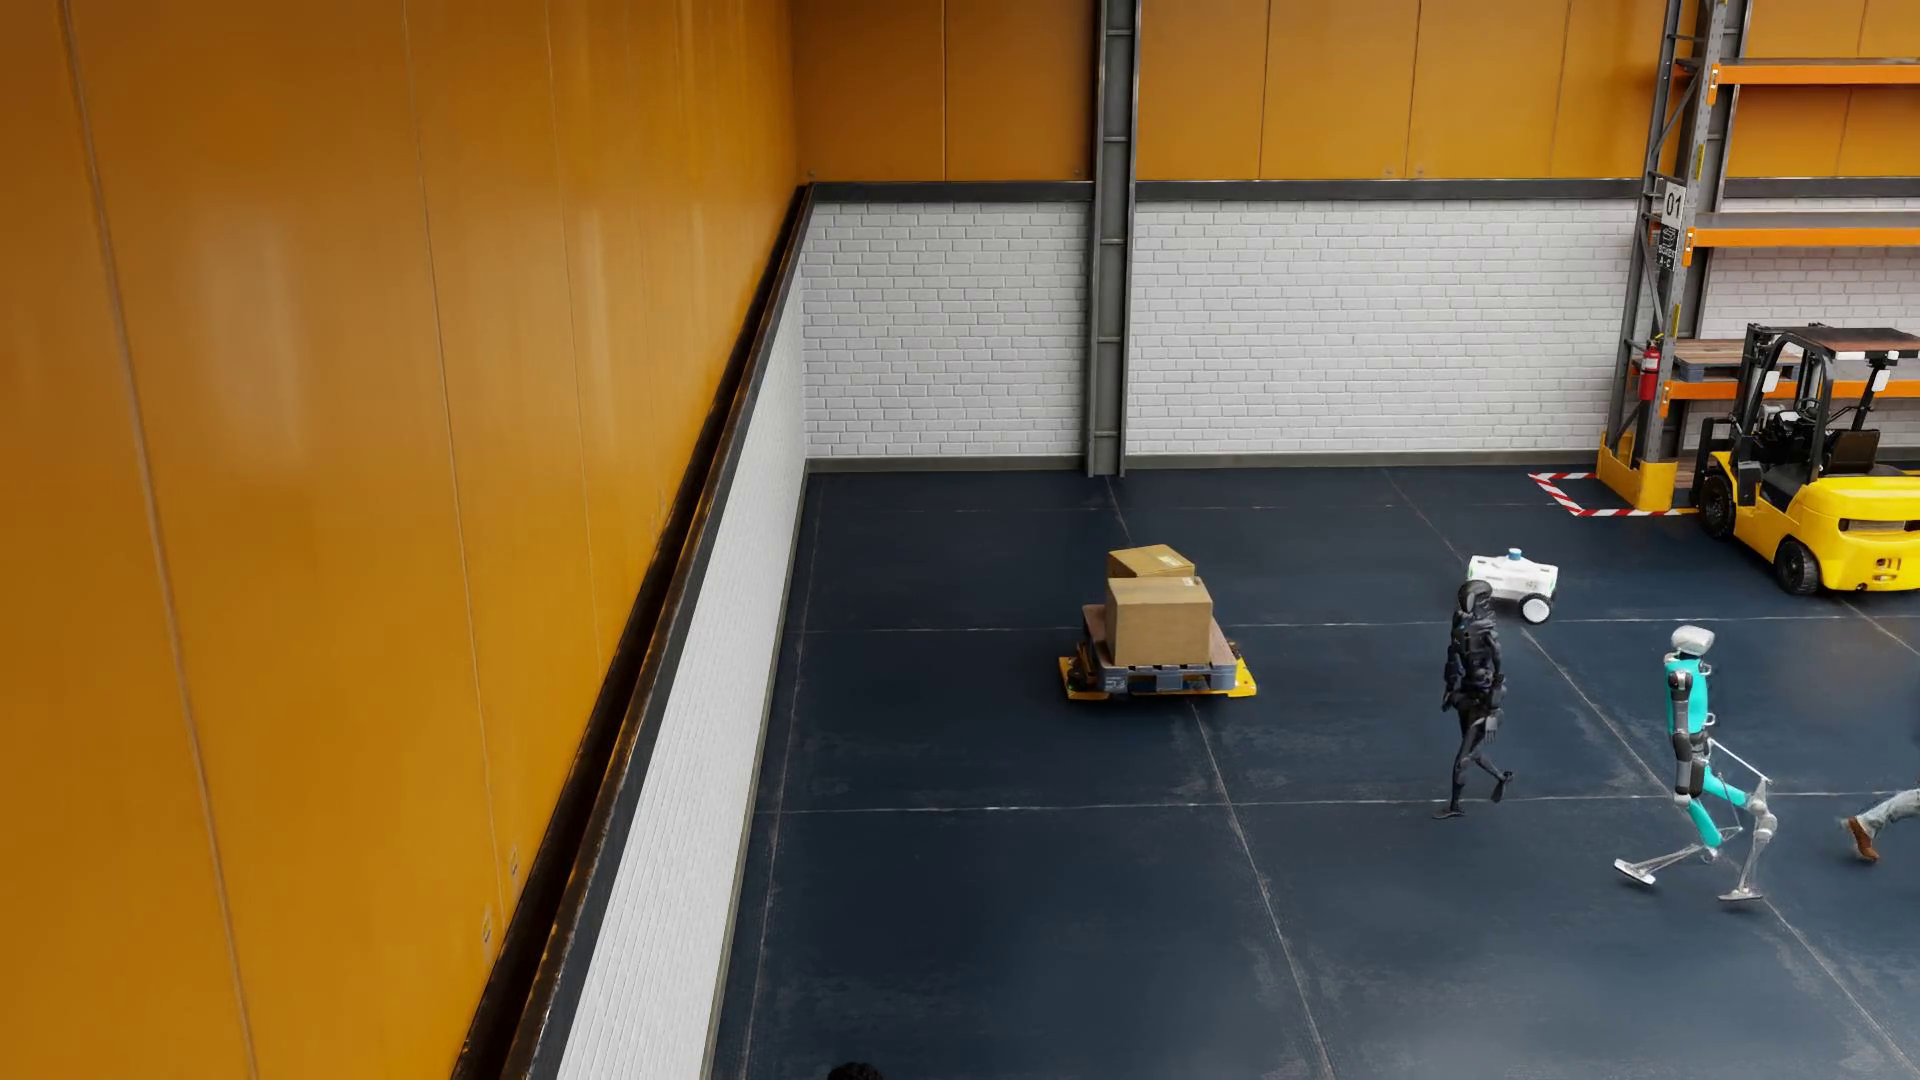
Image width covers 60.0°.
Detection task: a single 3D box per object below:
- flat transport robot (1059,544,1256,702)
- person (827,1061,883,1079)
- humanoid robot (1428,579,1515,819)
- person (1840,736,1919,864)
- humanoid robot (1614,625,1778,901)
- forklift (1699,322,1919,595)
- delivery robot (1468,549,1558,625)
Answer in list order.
[{"bbox_3d":[1.511,1.007,12.822,1.431,0.231,0.659,-1,20,-3],"label":"flat transport robot"},{"bbox_3d":[-0.368,2.681,6.223,0.318,1.696,0.535,-6,21,-15],"label":"person"},{"bbox_3d":[3.412,1.022,10.806,0.697,1.633,0.593,-6,21,-15],"label":"humanoid robot"},{"bbox_3d":[5.831,1.230,9.857,0.863,1.911,0.638,15,25,36],"label":"person"},{"bbox_3d":[4.482,1.392,9.714,1.027,1.744,0.530,11,23,27],"label":"humanoid robot"},{"bbox_3d":[7.809,-0.792,14.926,1.214,2.155,2.313,-1,20,-2],"label":"forklift"},{"bbox_3d":[4.694,0.367,14.134,0.788,0.587,0.499,8,22,21],"label":"delivery robot"}]
